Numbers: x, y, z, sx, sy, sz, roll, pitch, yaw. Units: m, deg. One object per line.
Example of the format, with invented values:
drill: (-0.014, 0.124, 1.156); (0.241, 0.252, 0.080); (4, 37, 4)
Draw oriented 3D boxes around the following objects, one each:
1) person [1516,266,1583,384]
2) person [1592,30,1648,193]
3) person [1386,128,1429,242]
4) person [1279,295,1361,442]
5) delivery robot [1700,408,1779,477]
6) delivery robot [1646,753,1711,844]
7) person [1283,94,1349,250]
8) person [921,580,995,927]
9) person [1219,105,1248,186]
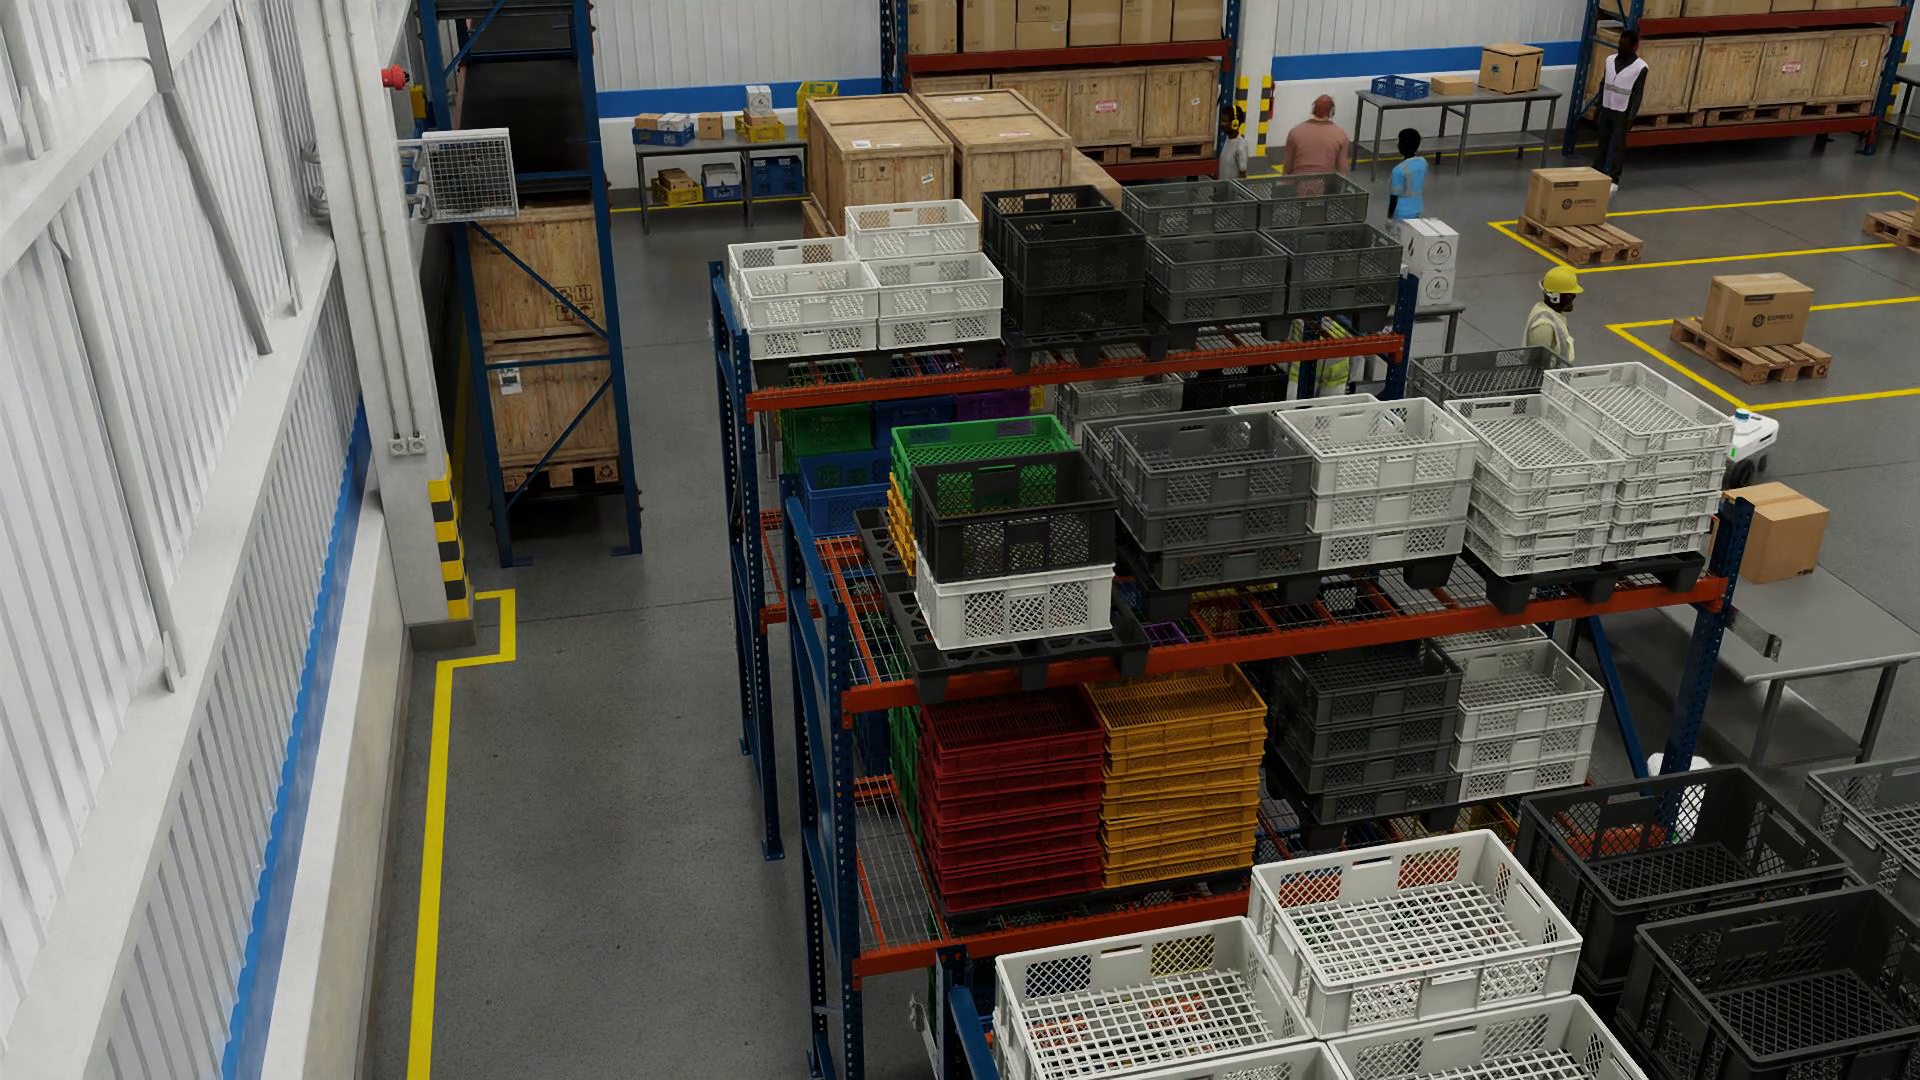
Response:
person: (4.421, -1.193, 12.616); (0.403, 1.834, 0.589); (9, 29, 16)
person: (7.940, -5.185, 20.100); (0.393, 1.920, 0.591); (-17, 32, -29)
person: (4.470, -3.293, 16.757); (0.541, 1.686, 0.322); (-23, 35, -36)
person: (2.738, -1.249, 12.715); (0.625, 1.842, 0.430); (2, 28, 4)
delivery robot: (6.134, -0.800, 13.125); (0.707, 0.478, 0.477); (-19, 34, -34)
delivery robot: (3.905, 1.427, 8.910); (0.477, 0.478, 0.707); (4, 28, 8)
person: (3.676, -3.678, 17.271); (0.669, 1.882, 0.658); (9, 29, 16)
person: (0.021, 1.041, 8.267); (0.372, 1.940, 0.631); (-7, 29, -13)
person: (2.742, -3.489, 16.934); (0.315, 1.869, 0.526); (-4, 28, -8)
